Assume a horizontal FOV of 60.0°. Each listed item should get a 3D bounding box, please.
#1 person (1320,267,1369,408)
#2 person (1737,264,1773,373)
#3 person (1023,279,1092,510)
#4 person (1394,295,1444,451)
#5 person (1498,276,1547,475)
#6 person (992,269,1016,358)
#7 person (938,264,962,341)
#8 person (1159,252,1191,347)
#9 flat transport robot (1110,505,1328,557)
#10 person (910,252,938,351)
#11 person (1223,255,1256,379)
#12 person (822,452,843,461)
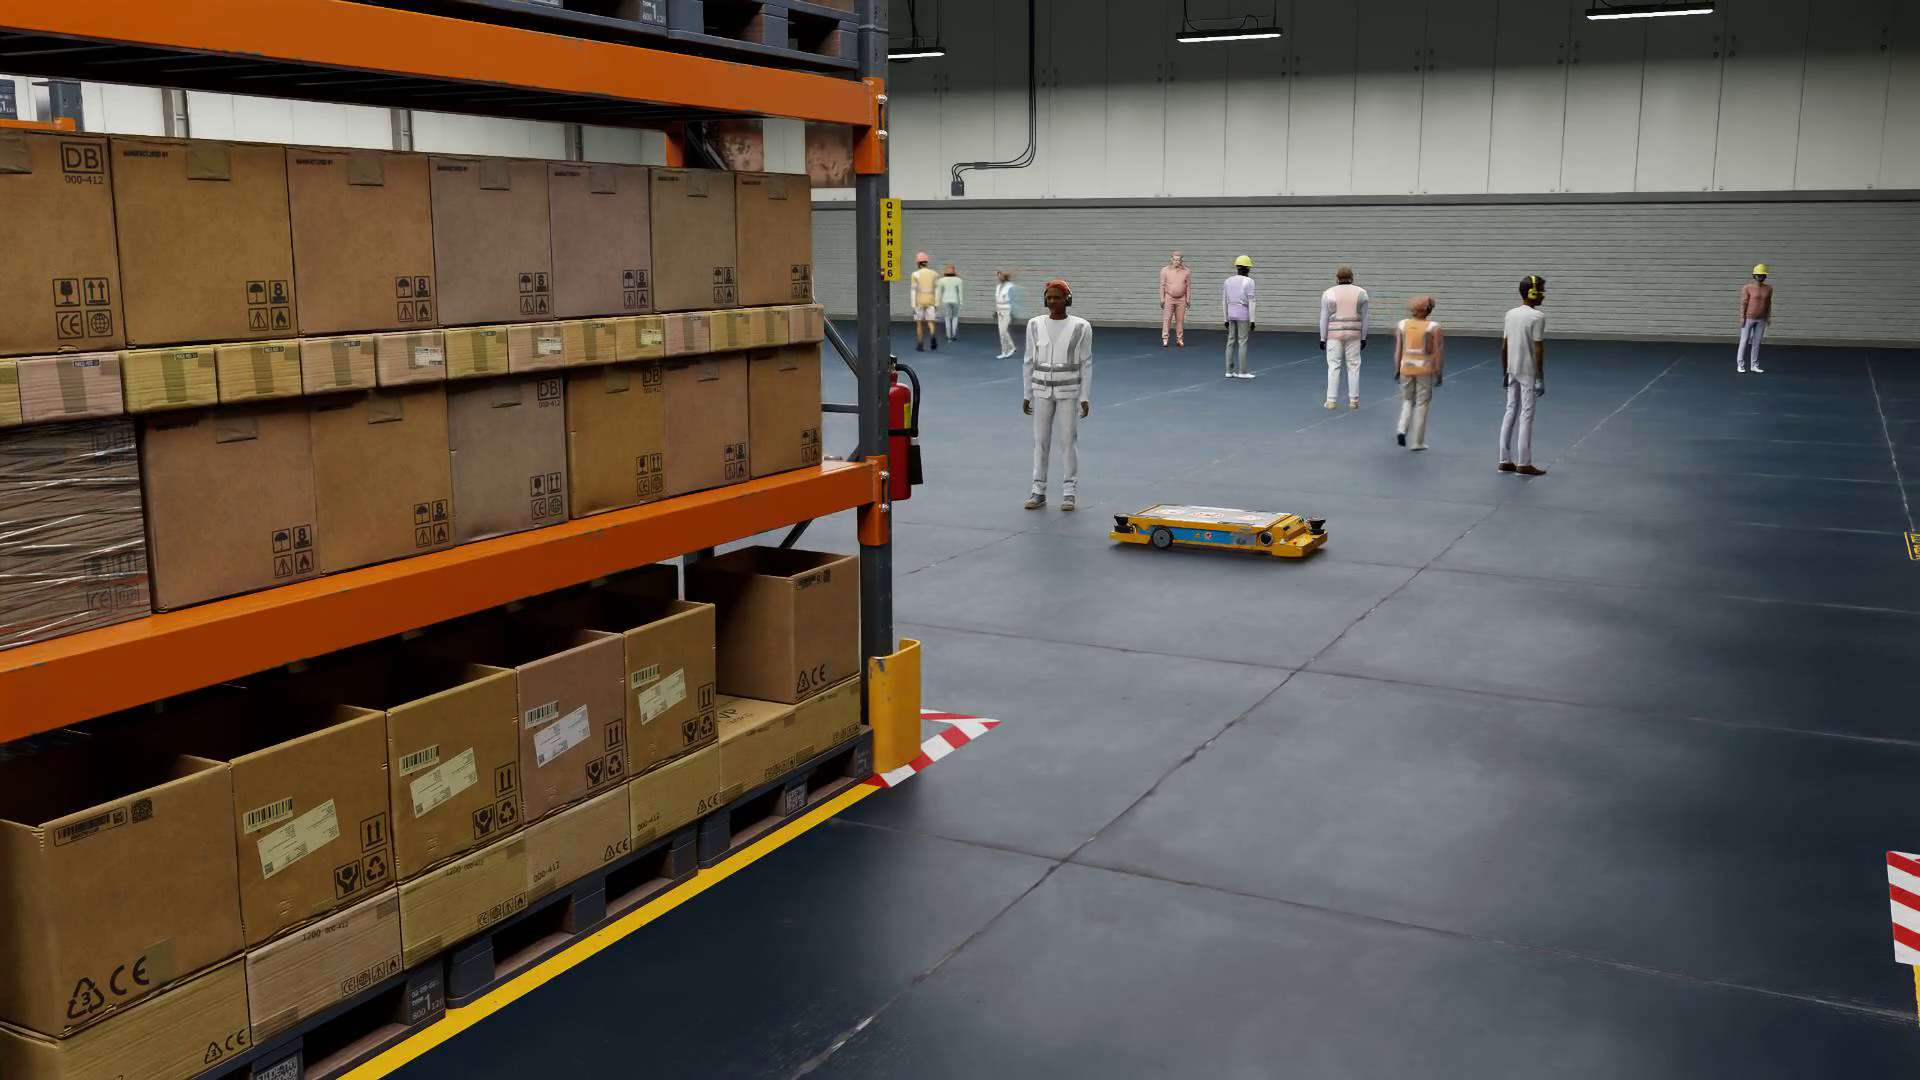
[{"bbox_3d":[4.971,-2.617,21.578,0.621,1.837,0.429,1,10,3],"label":"person"},{"bbox_3d":[13.021,-3.616,27.213,0.525,1.769,0.327,-1,10,-5],"label":"person"},{"bbox_3d":[0.788,-1.182,13.619,0.574,1.883,0.355,3,11,18],"label":"person"},{"bbox_3d":[4.797,-1.741,17.364,0.536,1.624,0.376,9,14,41],"label":"person"},{"bbox_3d":[5.299,-1.540,15.626,0.329,1.865,0.513,-5,11,-24],"label":"person"},{"bbox_3d":[0.793,-4.104,30.259,0.374,1.624,0.544,-6,12,-32],"label":"person"},{"bbox_3d":[-0.216,-5.041,35.362,0.522,1.614,0.468,-1,10,-4],"label":"person"},{"bbox_3d":[4.336,-4.834,33.487,0.638,1.903,0.408,-1,10,-7],"label":"person"},{"bbox_3d":[1.871,-0.084,12.032,1.431,0.197,0.652,5,12,27],"label":"flat transport robot"},{"bbox_3d":[-0.677,-4.577,32.038,0.562,1.918,0.554,-4,11,-19],"label":"person"},{"bbox_3d":[4.402,-3.498,26.132,0.381,1.923,0.591,-9,14,-40],"label":"person"},{"bbox_3d":[-1.649,-1.548,15.696,1.013,1.848,0.672,-6,12,-29],"label":"person"}]
